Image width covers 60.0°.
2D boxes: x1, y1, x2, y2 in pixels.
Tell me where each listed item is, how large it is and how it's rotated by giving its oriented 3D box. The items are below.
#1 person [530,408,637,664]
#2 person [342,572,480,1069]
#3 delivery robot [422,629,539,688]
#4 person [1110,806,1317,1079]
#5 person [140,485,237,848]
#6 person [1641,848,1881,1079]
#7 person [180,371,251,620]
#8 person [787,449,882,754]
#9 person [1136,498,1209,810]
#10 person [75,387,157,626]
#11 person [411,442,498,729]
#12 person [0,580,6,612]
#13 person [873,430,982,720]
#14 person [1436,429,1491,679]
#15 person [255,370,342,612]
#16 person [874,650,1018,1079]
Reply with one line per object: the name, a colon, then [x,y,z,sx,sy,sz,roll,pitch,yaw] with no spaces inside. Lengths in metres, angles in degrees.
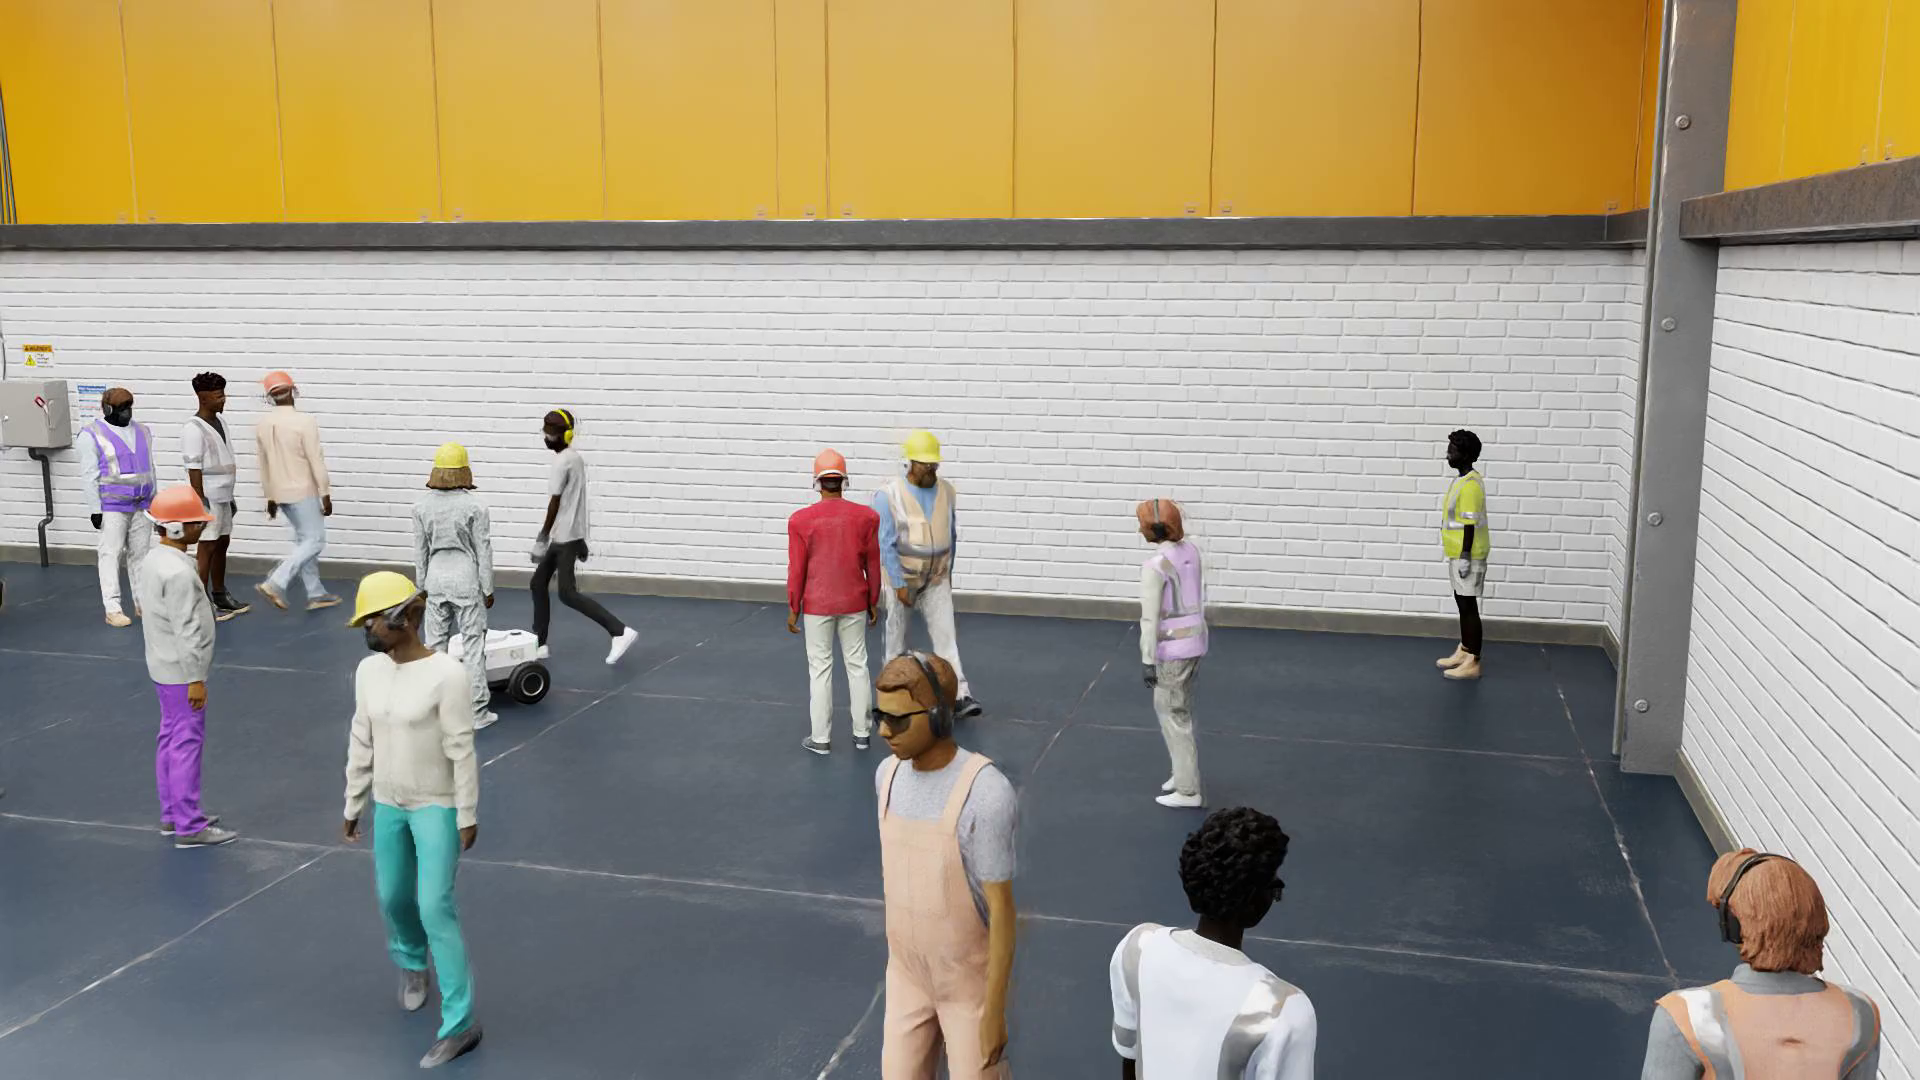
person: [-2.740,-0.027,11.604,0.880,1.813,0.485,-2,10,-10]
person: [-1.983,0.976,6.041,0.586,1.733,0.560,4,11,24]
delivery robot: [-3.050,0.734,10.542,0.707,0.478,0.477,-8,13,-41]
person: [0.543,1.397,3.590,0.319,1.687,0.538,-9,13,-42]
person: [-3.750,0.604,8.063,0.342,1.748,0.572,-7,12,-36]
person: [1.637,1.445,3.470,0.524,1.631,0.316,-2,10,-10]
person: [-5.879,-0.348,13.082,0.370,1.958,0.598,0,10,-3]
person: [-0.732,0.348,9.573,0.572,1.747,0.344,-4,10,-23]
person: [1.089,0.587,8.551,0.445,1.609,0.541,7,12,35]
person: [-6.489,-0.266,12.929,0.429,1.844,0.627,4,11,25]
person: [-3.044,0.275,10.052,0.487,1.737,0.317,1,10,6]
person: [-7.605,-0.244,12.509,0.603,1.945,0.682,1,10,6]
person: [-0.208,0.225,10.193,0.593,1.780,0.911,-5,11,-28]
person: [3.417,0.092,11.273,0.321,1.690,0.533,1,10,7]
person: [-5.297,-0.371,13.235,0.638,1.951,0.735,5,11,28]
person: [0.012,1.170,4.541,0.530,1.819,0.709,8,13,41]
